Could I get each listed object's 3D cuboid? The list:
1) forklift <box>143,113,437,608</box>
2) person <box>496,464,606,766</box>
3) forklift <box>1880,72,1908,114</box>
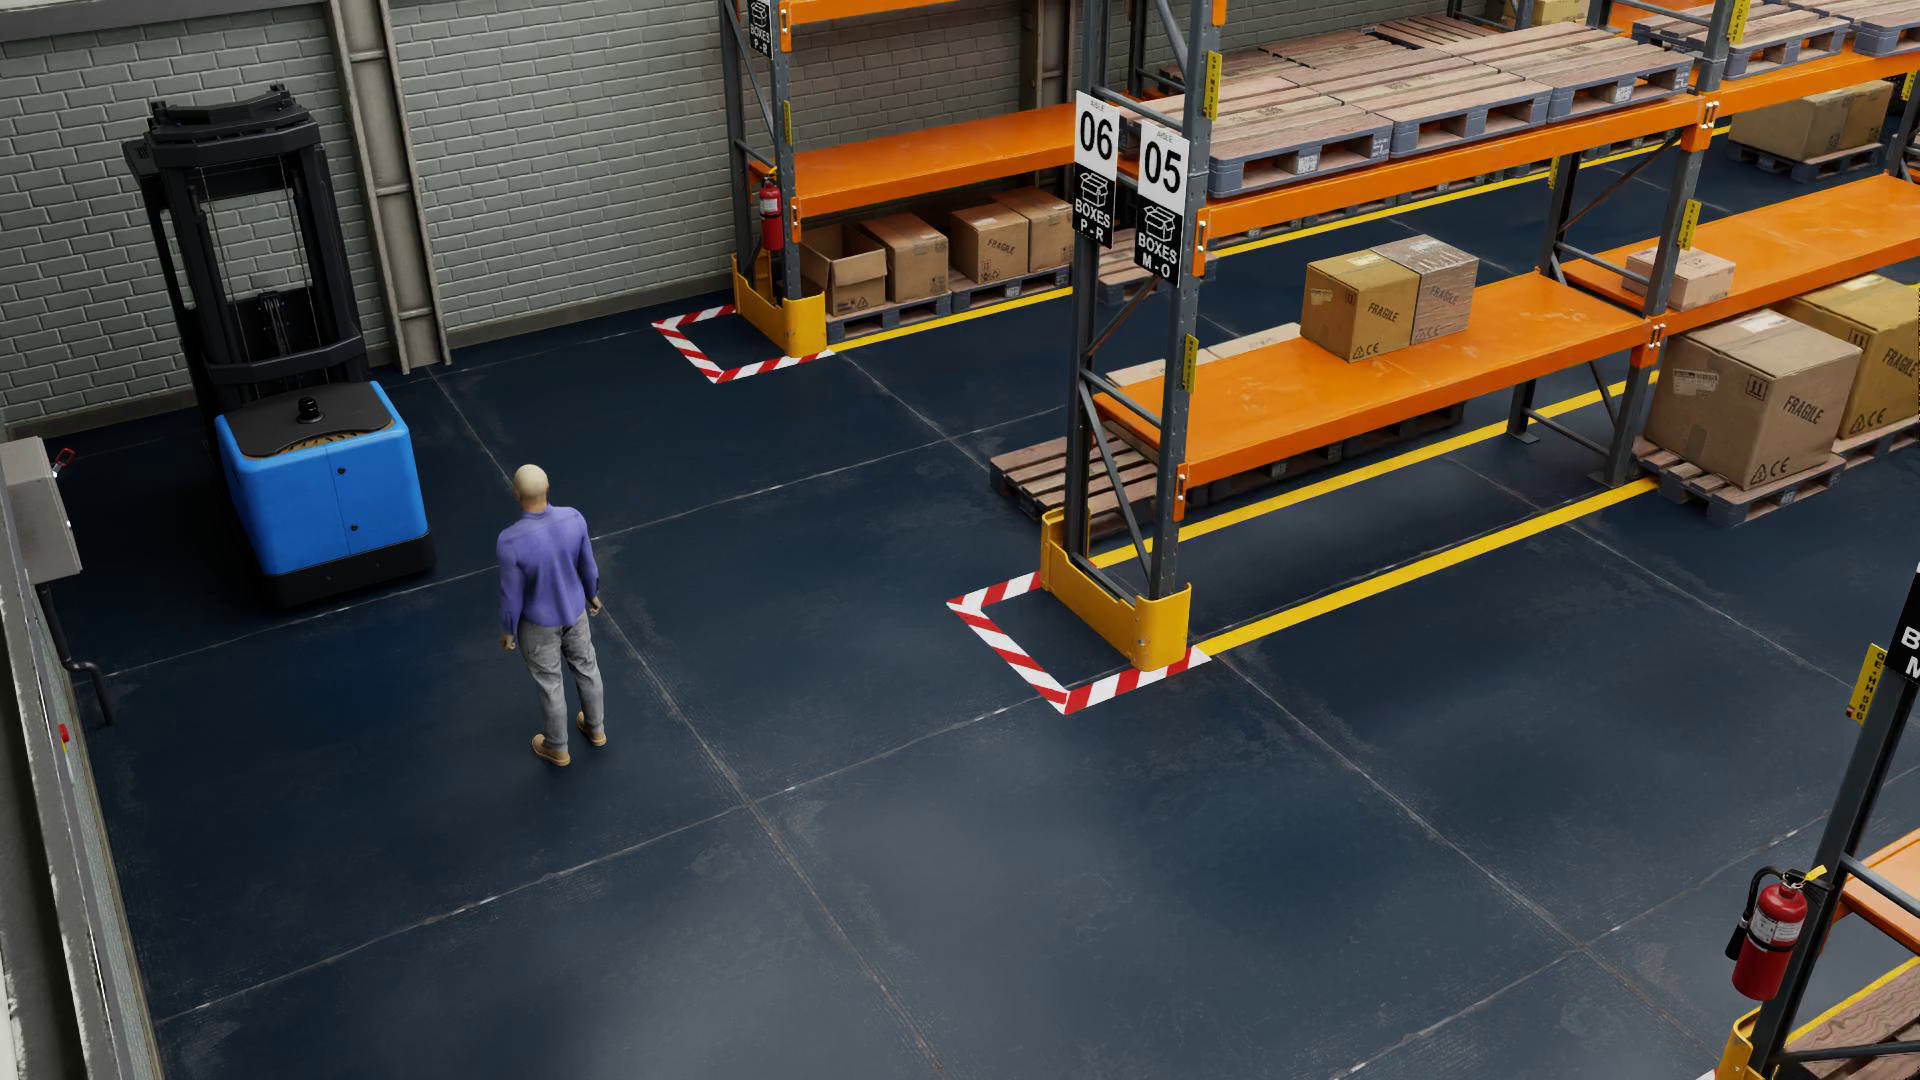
[{"bbox_3d":[-4.289,-1.259,10.509,1.129,2.768,1.873,-17,36,-26],"label":"forklift"},{"bbox_3d":[-2.153,0.406,8.831,0.592,1.799,0.394,-26,40,-35],"label":"person"},{"bbox_3d":[11.468,-5.645,18.244,1.214,2.155,2.313,-17,36,-26],"label":"forklift"}]
